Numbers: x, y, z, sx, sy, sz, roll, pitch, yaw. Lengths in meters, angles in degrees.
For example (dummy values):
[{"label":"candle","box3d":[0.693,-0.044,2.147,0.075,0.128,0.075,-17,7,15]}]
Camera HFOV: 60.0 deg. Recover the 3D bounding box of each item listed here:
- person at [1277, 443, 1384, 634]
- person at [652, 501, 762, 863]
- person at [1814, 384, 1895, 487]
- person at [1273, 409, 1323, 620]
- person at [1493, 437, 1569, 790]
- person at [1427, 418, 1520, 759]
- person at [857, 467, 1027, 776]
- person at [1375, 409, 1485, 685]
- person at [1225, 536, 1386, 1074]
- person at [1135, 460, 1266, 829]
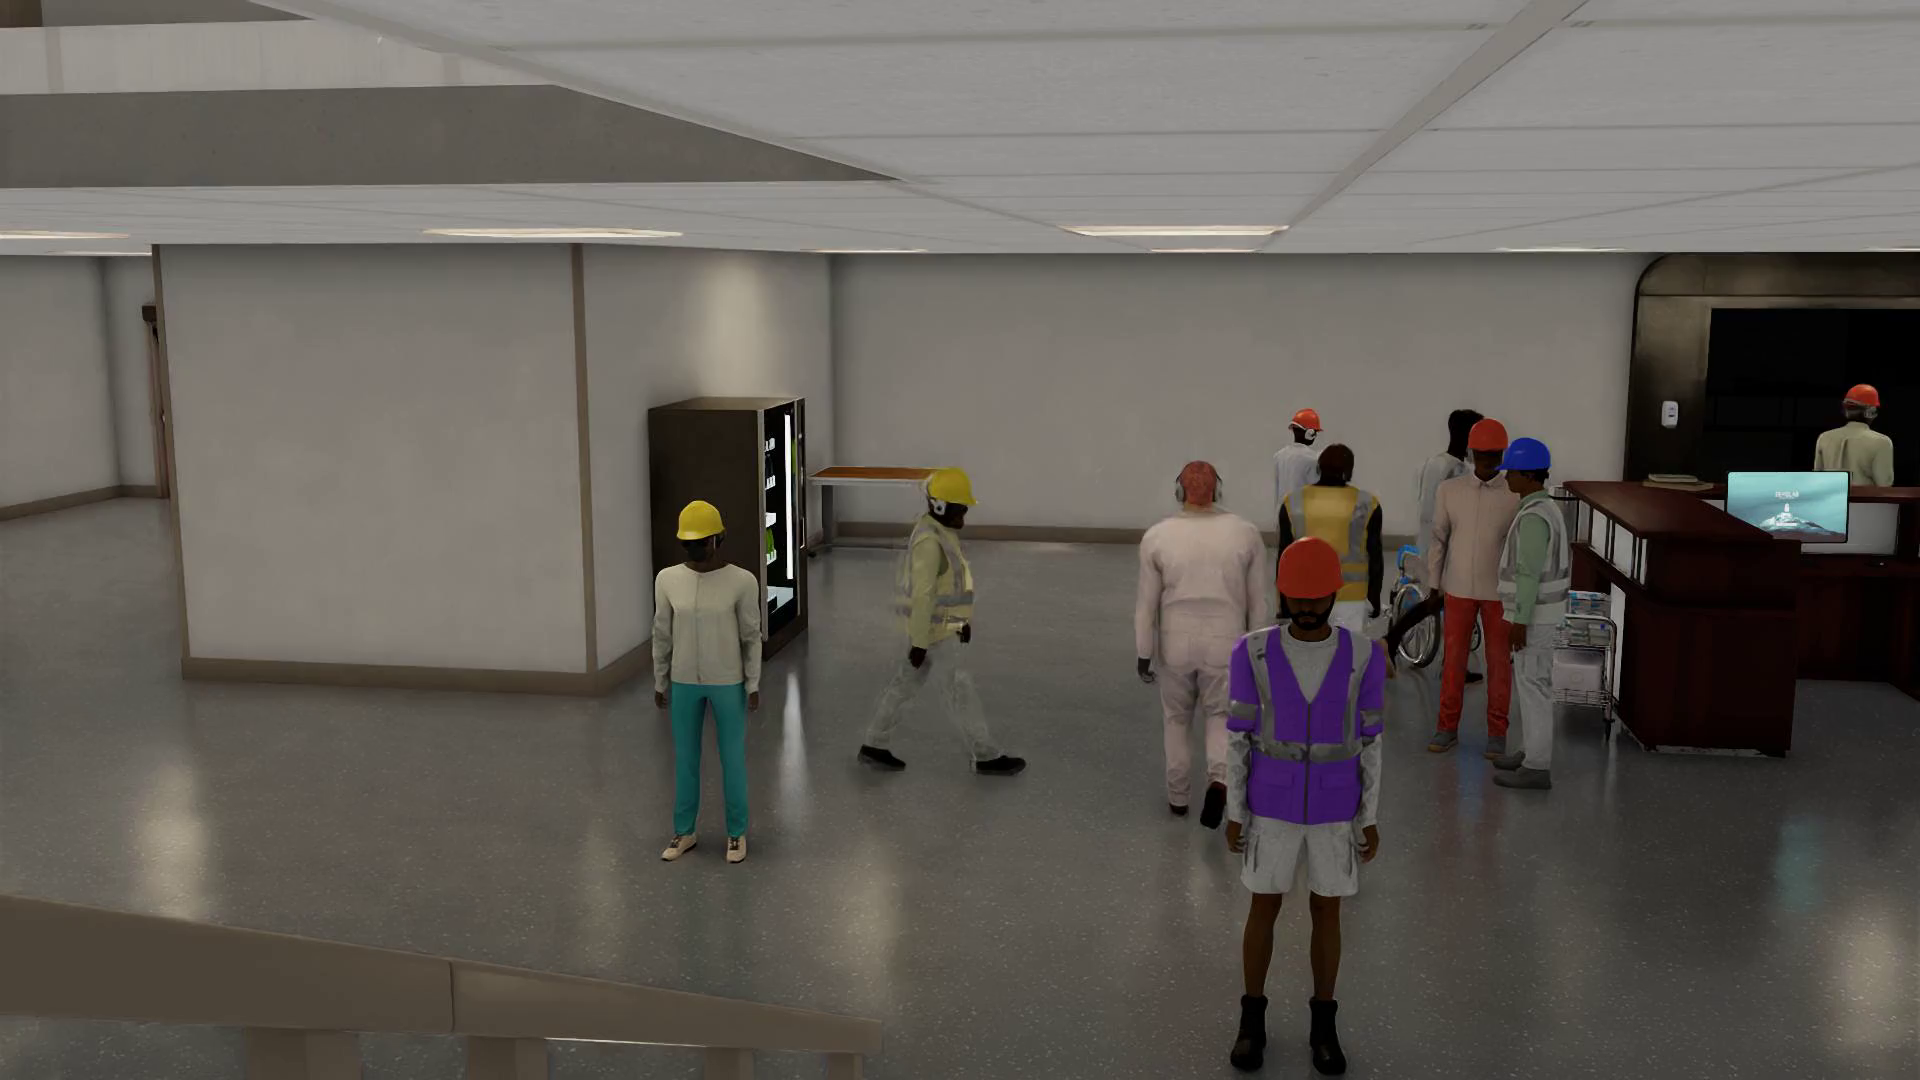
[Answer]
[{"label":"person","box3d":[2.233,0.323,10.076,0.630,1.815,0.539,4,10,21]},{"label":"person","box3d":[-1.216,0.684,7.970,0.532,1.767,0.328,1,9,7]},{"label":"person","box3d":[6.854,-0.199,12.760,0.415,1.977,0.649,-5,10,-28]},{"label":"person","box3d":[2.750,-0.184,13.390,0.352,1.743,0.564,-4,10,-26]},{"label":"person","box3d":[3.144,0.398,9.230,0.421,1.939,0.600,3,10,19]},{"label":"person","box3d":[3.042,0.283,9.732,0.623,1.993,0.385,5,10,28]},{"label":"person","box3d":[-0.144,0.464,9.337,0.961,1.771,0.608,0,9,-1]},{"label":"person","box3d":[3.242,0.066,11.280,0.764,1.934,0.643,-2,9,-11]},{"label":"person","box3d":[1.212,0.939,5.870,0.550,1.935,0.376,1,9,8]},{"label":"person","box3d":[1.225,0.540,8.476,0.669,1.886,0.702,1,9,7]}]
